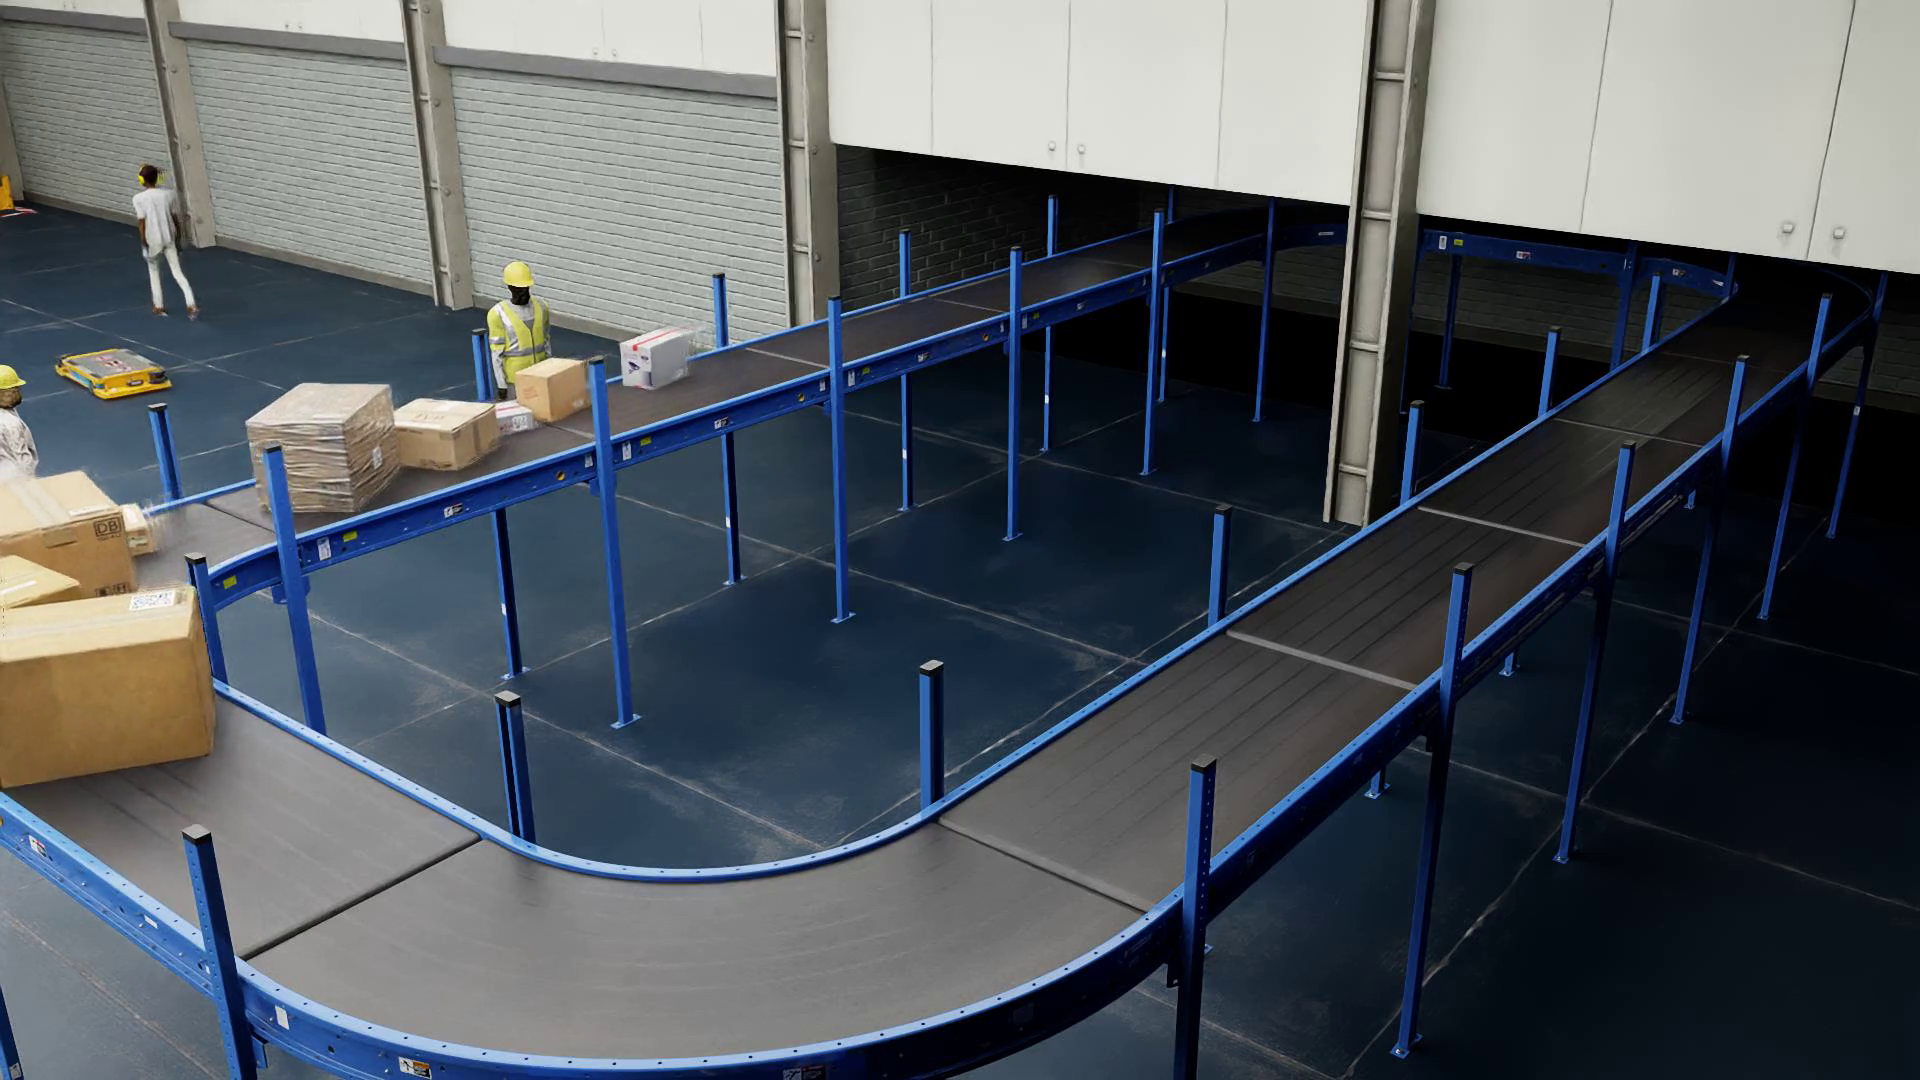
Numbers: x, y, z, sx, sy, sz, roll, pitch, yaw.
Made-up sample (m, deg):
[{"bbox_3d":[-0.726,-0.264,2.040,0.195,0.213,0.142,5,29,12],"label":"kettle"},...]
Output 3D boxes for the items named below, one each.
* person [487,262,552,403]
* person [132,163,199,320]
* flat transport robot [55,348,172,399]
[{"bbox_3d":[-3.686,-1.416,14.158,0.369,1.925,0.594,17,27,37],"label":"person"},{"bbox_3d":[-9.402,-3.507,19.635,0.934,1.835,0.533,20,29,40],"label":"person"},{"bbox_3d":[-8.788,-1.748,17.227,0.652,0.197,1.431,-20,29,-41],"label":"flat transport robot"}]
